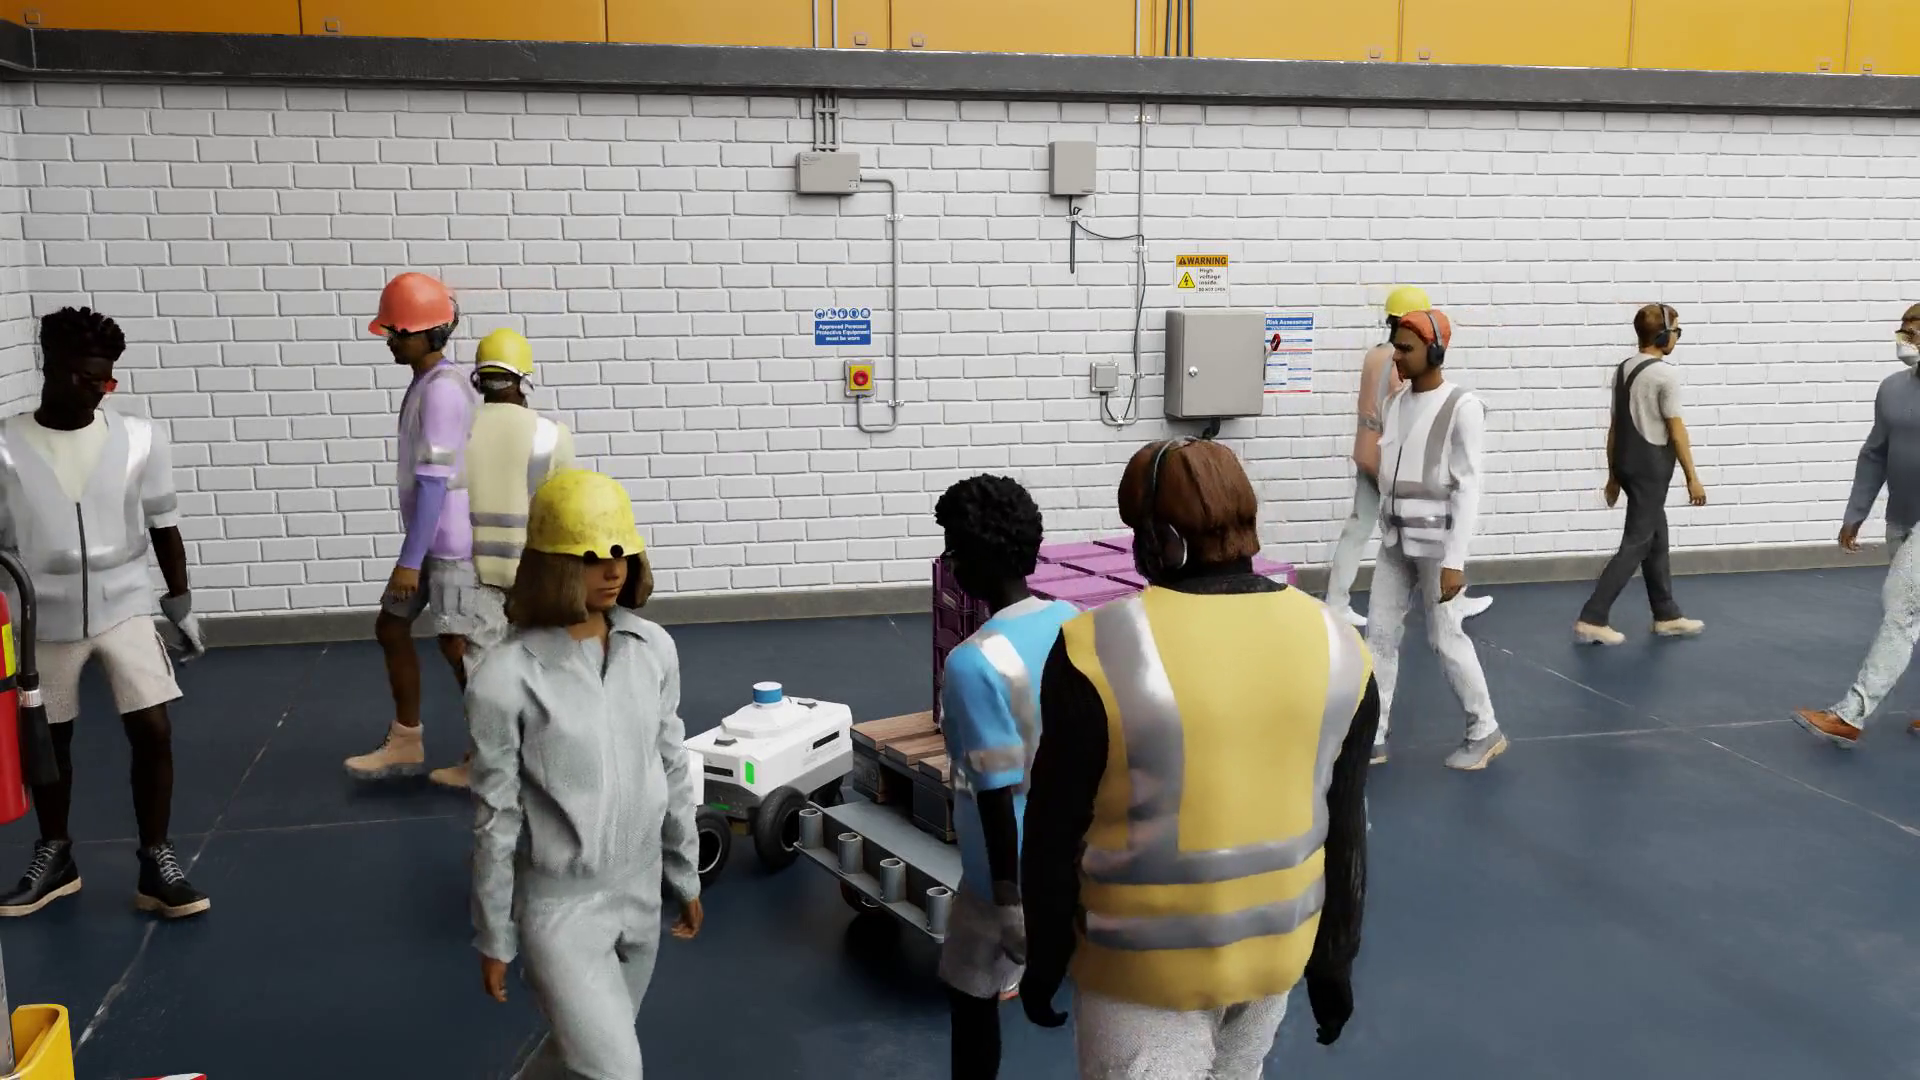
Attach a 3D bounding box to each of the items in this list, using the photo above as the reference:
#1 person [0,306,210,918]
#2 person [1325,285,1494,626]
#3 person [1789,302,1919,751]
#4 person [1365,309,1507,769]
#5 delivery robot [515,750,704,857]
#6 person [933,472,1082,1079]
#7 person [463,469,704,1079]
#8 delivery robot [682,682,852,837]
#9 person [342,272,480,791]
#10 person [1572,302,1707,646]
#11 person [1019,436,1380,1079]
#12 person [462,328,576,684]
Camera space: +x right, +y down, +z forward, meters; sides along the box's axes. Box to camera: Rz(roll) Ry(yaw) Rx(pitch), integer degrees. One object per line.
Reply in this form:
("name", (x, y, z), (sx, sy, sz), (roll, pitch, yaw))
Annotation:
("person", (-2.713, 0.246, 5.168), (0.659, 1.925, 0.633), (-7, 12, -34))
("person", (2.450, -0.437, 9.101), (0.958, 1.883, 0.592), (-2, 10, -10))
("person", (3.965, -0.060, 6.983), (0.997, 1.885, 0.659), (-1, 10, -6))
("person", (1.863, 0.025, 6.634), (0.629, 1.886, 0.605), (-5, 11, -25))
("delivery robot", (-1.177, 0.848, 5.391), (0.477, 0.478, 0.707), (8, 13, 39))
("person", (0.214, 0.683, 3.540), (0.862, 1.650, 0.534), (8, 13, 36))
("person", (-0.773, 0.692, 3.315), (0.837, 1.713, 0.495), (8, 13, 36))
("delivery robot", (-0.682, 0.751, 5.930), (0.477, 0.478, 0.707), (5, 11, 27))
("person", (-2.093, 0.008, 6.282), (0.730, 2.004, 0.626), (-5, 11, -24))
("person", (3.624, -0.341, 8.766), (0.748, 1.825, 0.518), (-1, 10, -6))
("person", (0.435, 0.728, 2.861), (0.620, 1.811, 0.785), (-4, 11, -23))
("person", (-1.751, 0.079, 6.476), (0.595, 1.792, 0.814), (-1, 10, -4))
